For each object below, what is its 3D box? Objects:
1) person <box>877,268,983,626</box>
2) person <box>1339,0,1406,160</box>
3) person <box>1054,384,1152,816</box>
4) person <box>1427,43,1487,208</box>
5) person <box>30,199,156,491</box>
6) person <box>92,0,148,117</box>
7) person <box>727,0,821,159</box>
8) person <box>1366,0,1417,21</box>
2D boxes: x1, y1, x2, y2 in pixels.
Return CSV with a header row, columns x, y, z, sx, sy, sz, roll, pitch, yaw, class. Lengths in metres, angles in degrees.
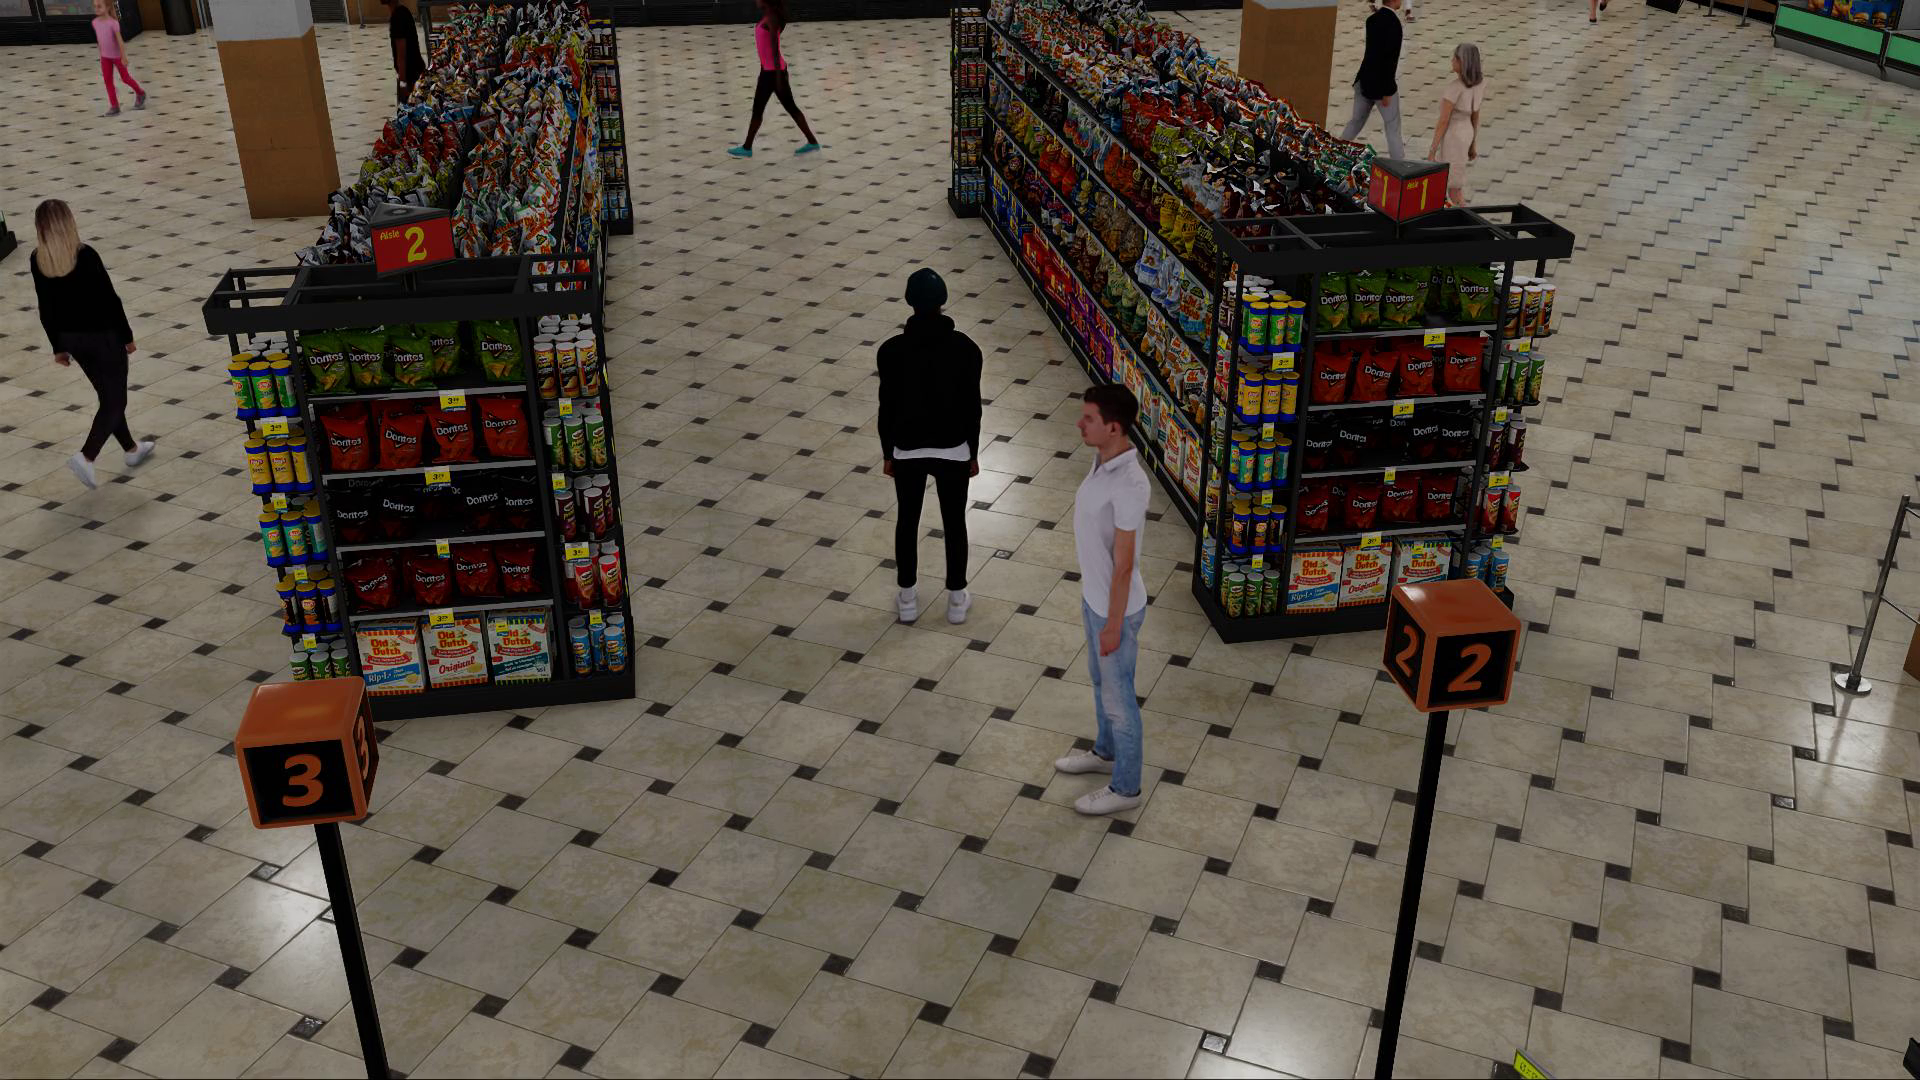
x,y,z,sx,sy,sz,roll,pitch,yaw,class
-0.142,-0.444,8.109,0.714,1.818,0.661,1,27,2,person
3.790,-4.241,15.512,0.924,1.895,1.258,-8,28,-16,person
0.624,0.240,6.726,0.702,1.851,0.484,-3,27,-7,person
4.077,-3.118,13.520,0.964,1.695,1.147,-21,34,-36,person
-5.032,-1.093,9.557,0.835,1.668,1.125,3,27,7,person
-9.384,-5.393,18.494,0.680,1.252,0.937,4,27,8,person
-1.746,-4.587,16.446,0.723,1.668,1.118,-2,27,-3,person
6.242,-8.327,23.799,0.851,1.686,1.242,-13,30,-24,person
